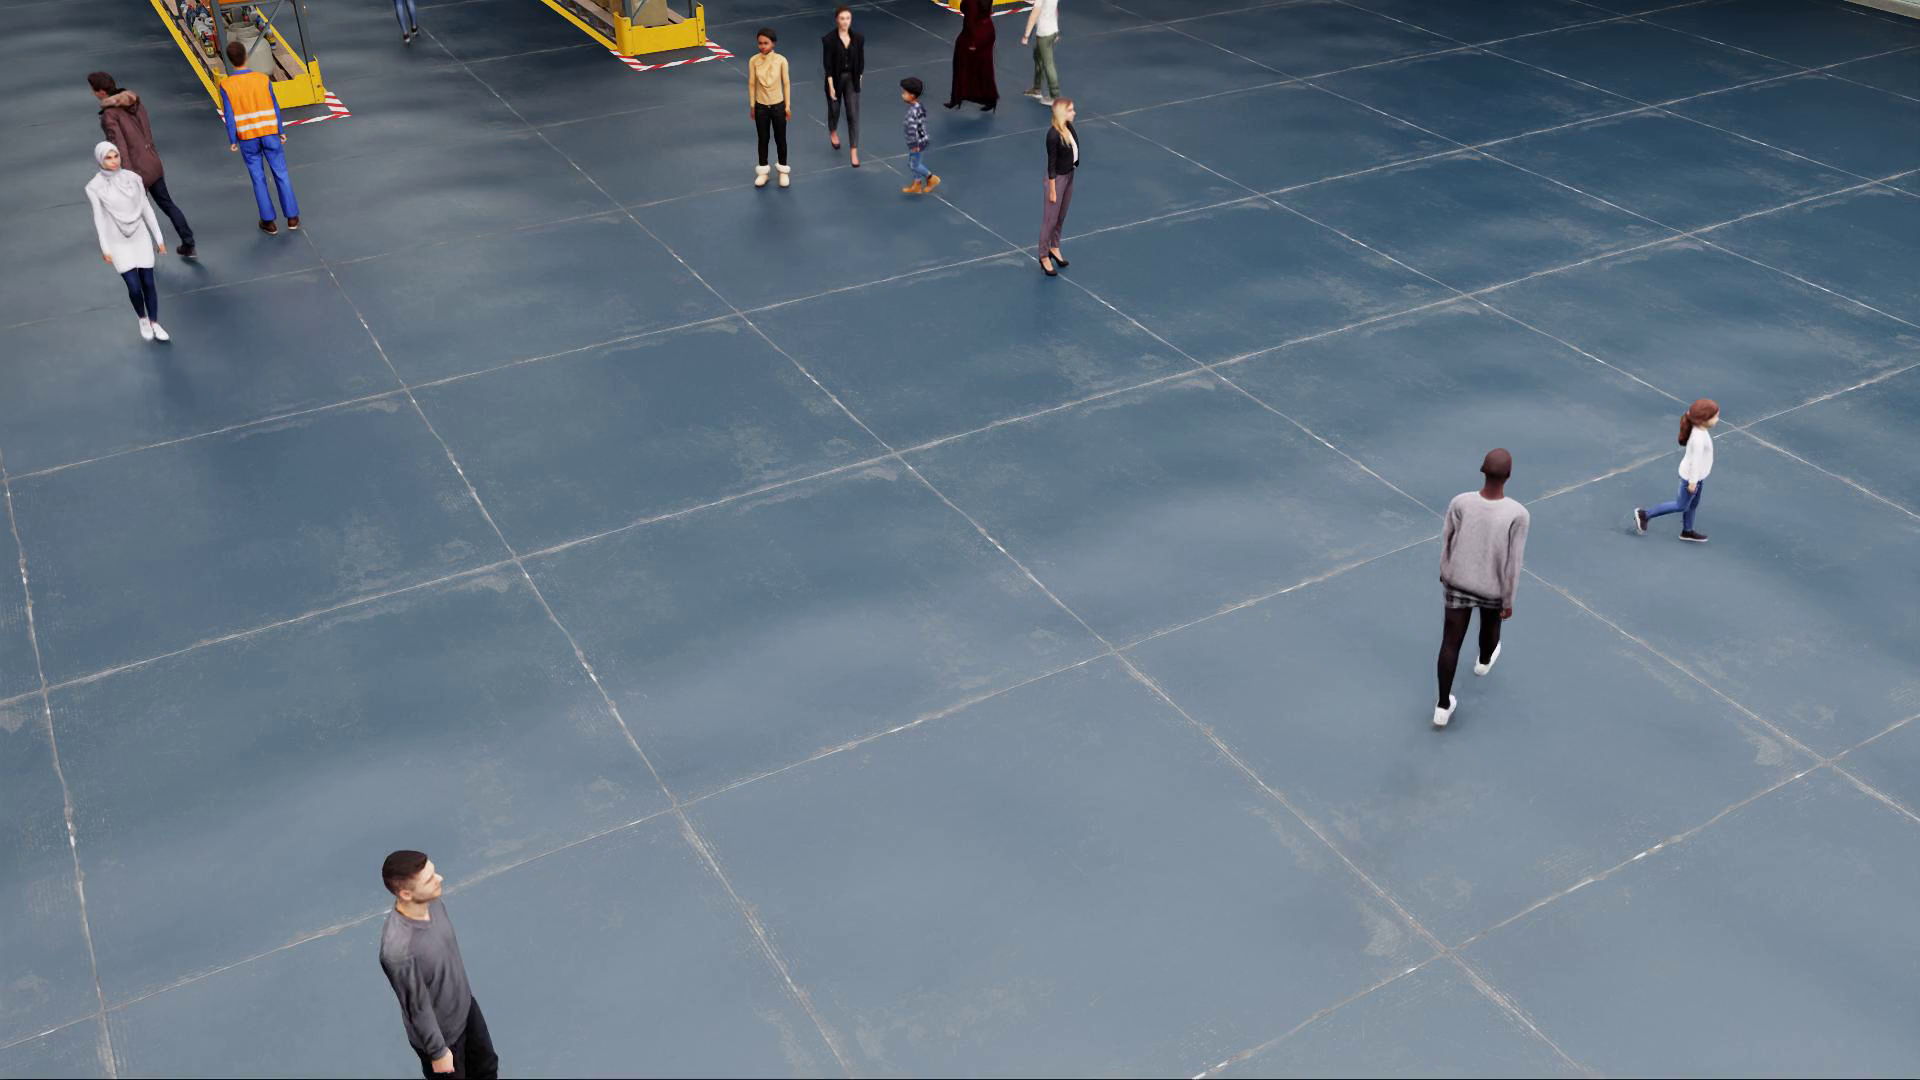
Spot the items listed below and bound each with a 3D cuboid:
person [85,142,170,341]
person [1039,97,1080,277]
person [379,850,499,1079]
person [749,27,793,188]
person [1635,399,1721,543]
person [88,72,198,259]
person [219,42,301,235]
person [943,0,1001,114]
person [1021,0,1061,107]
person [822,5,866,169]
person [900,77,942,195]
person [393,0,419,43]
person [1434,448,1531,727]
[{"bbox_3d":[-7.117,-2.547,14.199,0.681,1.765,0.644,-26,41,-35],"label":"person"},{"bbox_3d":[0.902,-3.298,15.481,0.703,1.667,0.678,16,35,23],"label":"person"},{"bbox_3d":[-2.263,2.015,6.986,0.976,1.743,1.031,-1,32,-2],"label":"person"},{"bbox_3d":[-1.992,-4.556,17.483,0.680,1.659,0.705,1,32,2],"label":"person"},{"bbox_3d":[5.033,-0.485,11.554,0.792,1.099,0.691,12,34,18],"label":"person"},{"bbox_3d":[-7.637,-3.457,15.620,1.231,1.789,1.200,6,33,10],"label":"person"},{"bbox_3d":[-6.893,-3.950,16.333,0.691,1.861,0.598,-19,37,-28],"label":"person"},{"bbox_3d":[0.282,-5.838,19.442,1.055,1.737,0.936,16,36,24],"label":"person"},{"bbox_3d":[1.092,-5.973,19.754,0.915,1.632,0.803,15,35,22],"label":"person"},{"bbox_3d":[-1.309,-4.962,18.110,0.798,1.677,1.141,-10,34,-15],"label":"person"},{"bbox_3d":[-0.412,-4.175,17.273,0.700,1.238,0.663,0,32,0],"label":"person"},{"bbox_3d":[-7.455,-7.435,22.048,0.785,1.658,1.032,-7,33,-11],"label":"person"},{"bbox_3d":[2.974,0.317,9.681,1.114,1.741,1.065,16,36,24],"label":"person"}]
